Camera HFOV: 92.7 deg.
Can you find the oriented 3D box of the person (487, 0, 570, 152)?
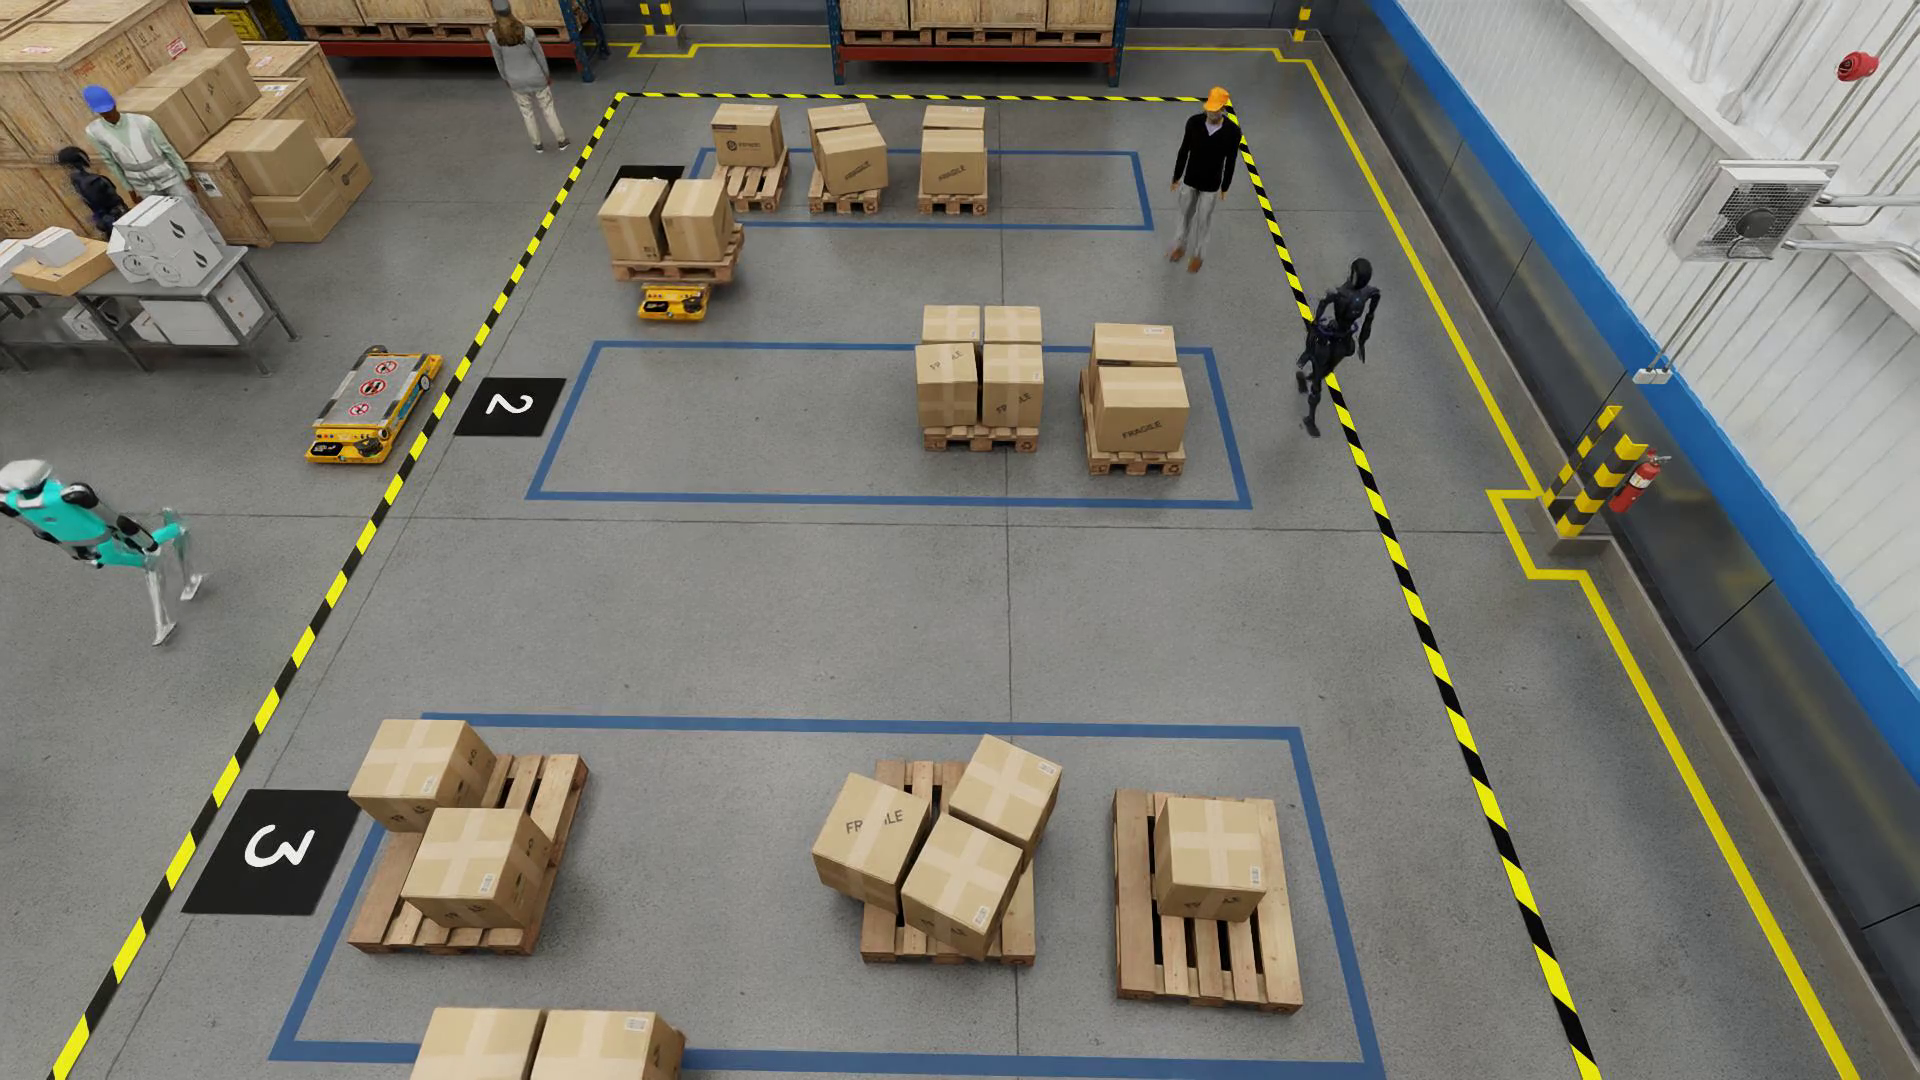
[{"bbox_3d":[-5.267,-5.620,11.138,0.574,1.768,0.401,-9,50,-7],"label":"person"}]

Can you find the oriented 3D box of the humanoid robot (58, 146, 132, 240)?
[{"bbox_3d":[-8.288,-3.103,9.098,0.601,1.632,0.762,13,51,11],"label":"humanoid robot"}]

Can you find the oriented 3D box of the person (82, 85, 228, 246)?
[{"bbox_3d":[-8.223,-3.673,9.383,0.613,1.938,0.418,-21,53,-17],"label":"person"}]

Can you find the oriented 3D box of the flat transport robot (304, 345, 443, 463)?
[{"bbox_3d":[-5.383,-1.269,8.441,0.659,0.231,1.431,1,50,1],"label":"flat transport robot"}]

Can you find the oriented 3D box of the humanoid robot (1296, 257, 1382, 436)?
[{"bbox_3d":[3.234,-1.745,7.965,0.590,1.650,0.774,-7,50,-6],"label":"humanoid robot"}]

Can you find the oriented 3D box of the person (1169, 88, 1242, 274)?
[{"bbox_3d":[2.468,-3.662,9.423,0.592,1.871,0.462,27,55,21],"label":"person"}]

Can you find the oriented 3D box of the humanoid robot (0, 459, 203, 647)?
[{"bbox_3d":[-5.885,-0.064,6.450,0.552,1.743,0.893,-9,50,-8],"label":"humanoid robot"}]

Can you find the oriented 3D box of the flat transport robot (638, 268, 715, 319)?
[{"bbox_3d":[-2.944,-2.865,9.773,0.652,0.197,1.431,1,50,1],"label":"flat transport robot"}]
